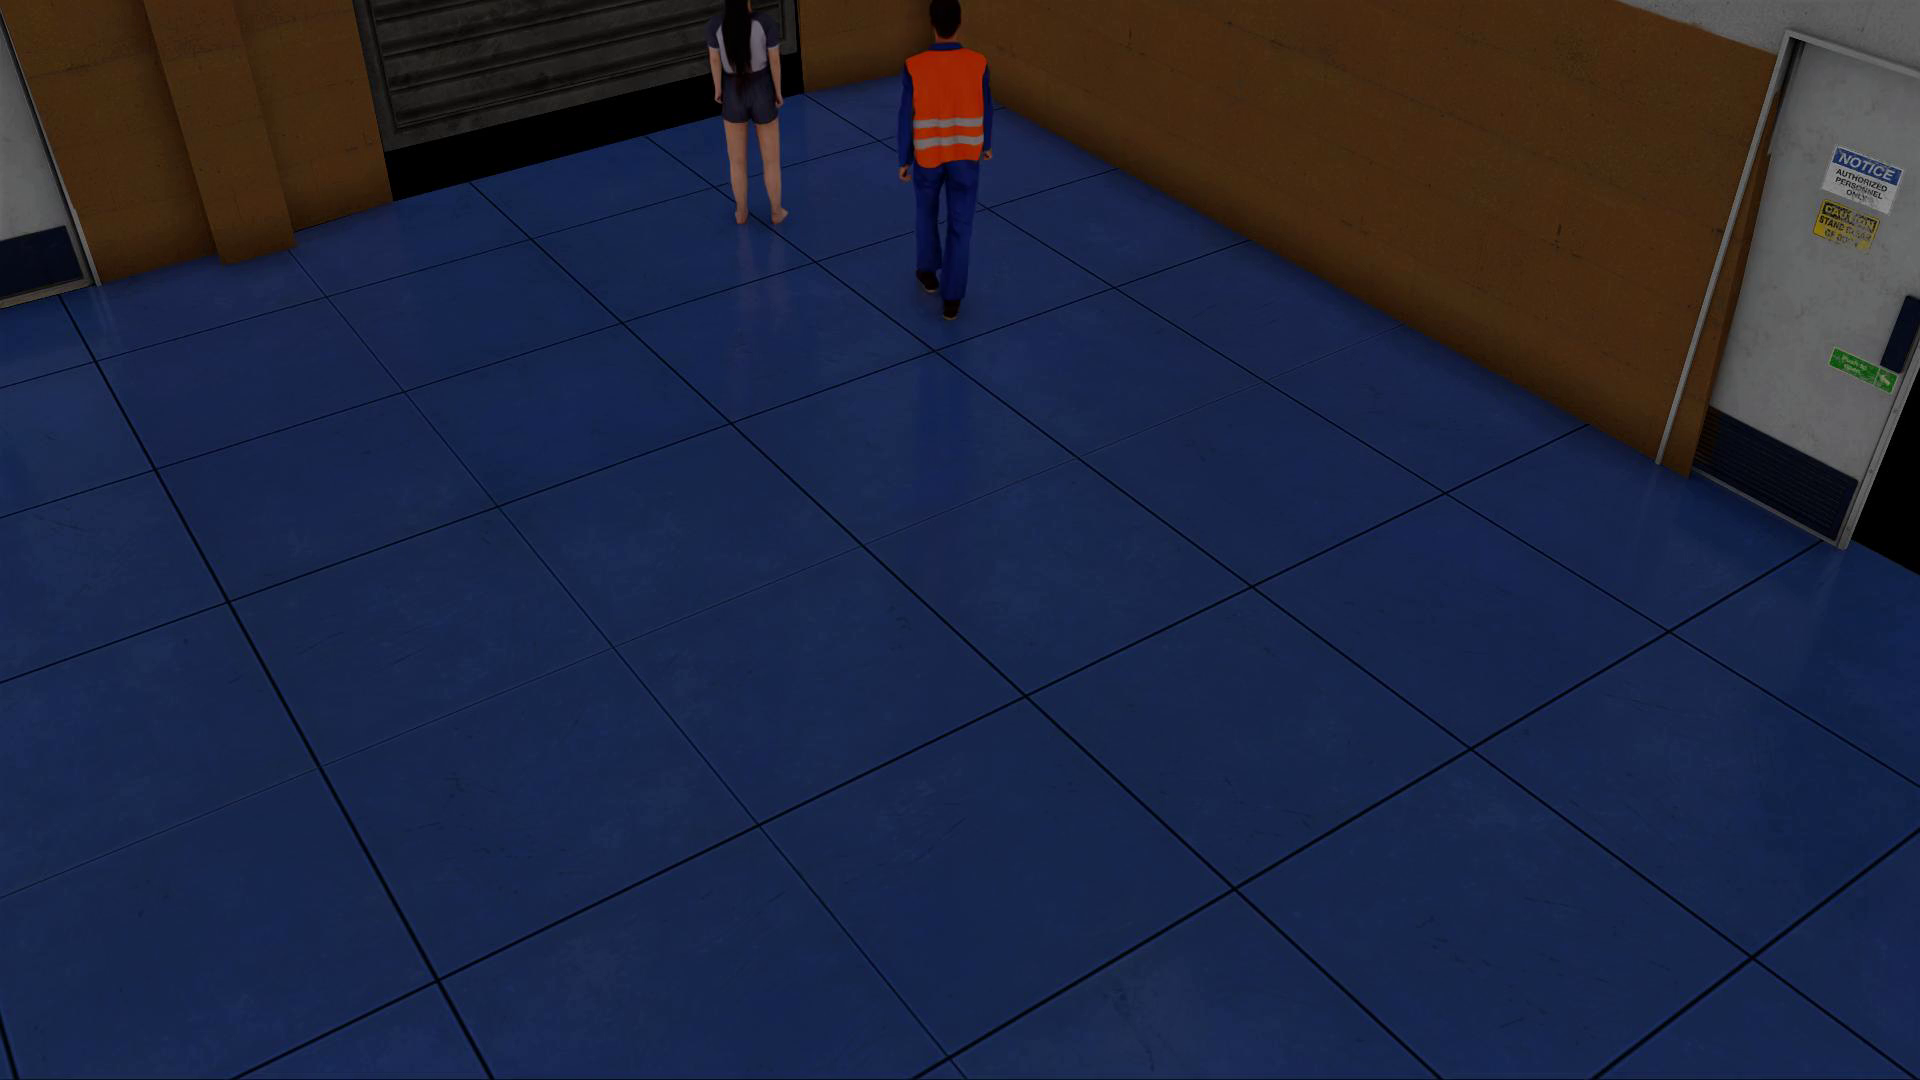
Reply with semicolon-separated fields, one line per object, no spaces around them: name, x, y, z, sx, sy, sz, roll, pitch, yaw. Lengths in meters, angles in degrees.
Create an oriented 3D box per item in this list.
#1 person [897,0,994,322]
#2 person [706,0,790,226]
person;-0.075;-2.116;9.431;0.909;1.843;0.966;0;37;0
person;-1.327;-2.769;10.462;0.634;1.650;0.733;0;37;-1
